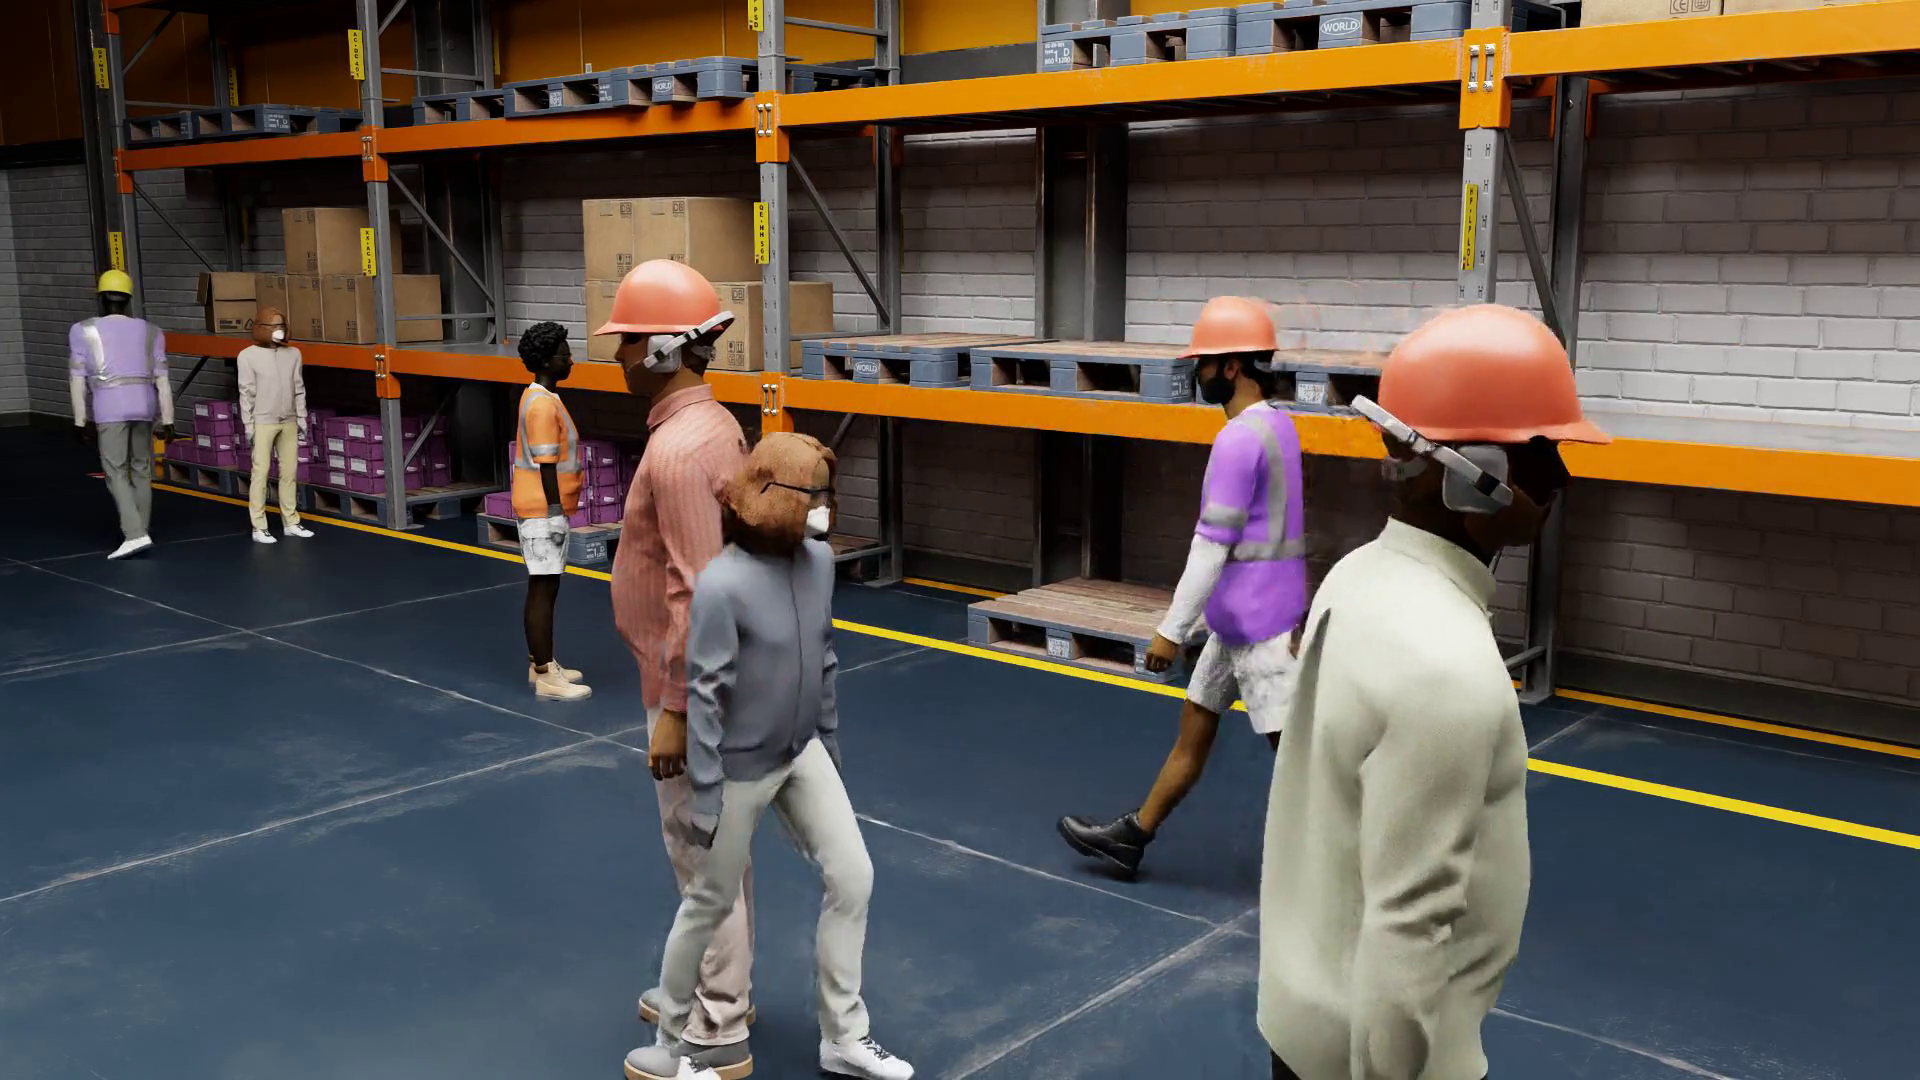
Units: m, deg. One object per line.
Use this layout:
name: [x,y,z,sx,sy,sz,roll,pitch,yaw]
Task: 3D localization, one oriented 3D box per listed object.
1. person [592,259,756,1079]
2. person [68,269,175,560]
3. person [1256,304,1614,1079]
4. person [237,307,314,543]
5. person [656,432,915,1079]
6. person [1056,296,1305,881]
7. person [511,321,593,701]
person: [-0.673,0.325,4.058,0.388,1.992,0.625,0,10,-2]
person: [-5.483,-0.830,10.973,0.719,1.890,0.606,9,14,43]
person: [0.485,0.649,2.357,0.909,1.963,0.630,0,10,1]
person: [-4.734,-0.792,11.483,0.284,1.625,0.493,6,12,31]
person: [-0.407,0.547,3.936,0.744,1.596,0.554,6,12,33]
person: [0.814,0.212,5.047,1.048,1.874,0.545,3,11,19]
person: [-1.856,-0.131,7.503,0.322,1.697,0.533,-3,10,-16]
